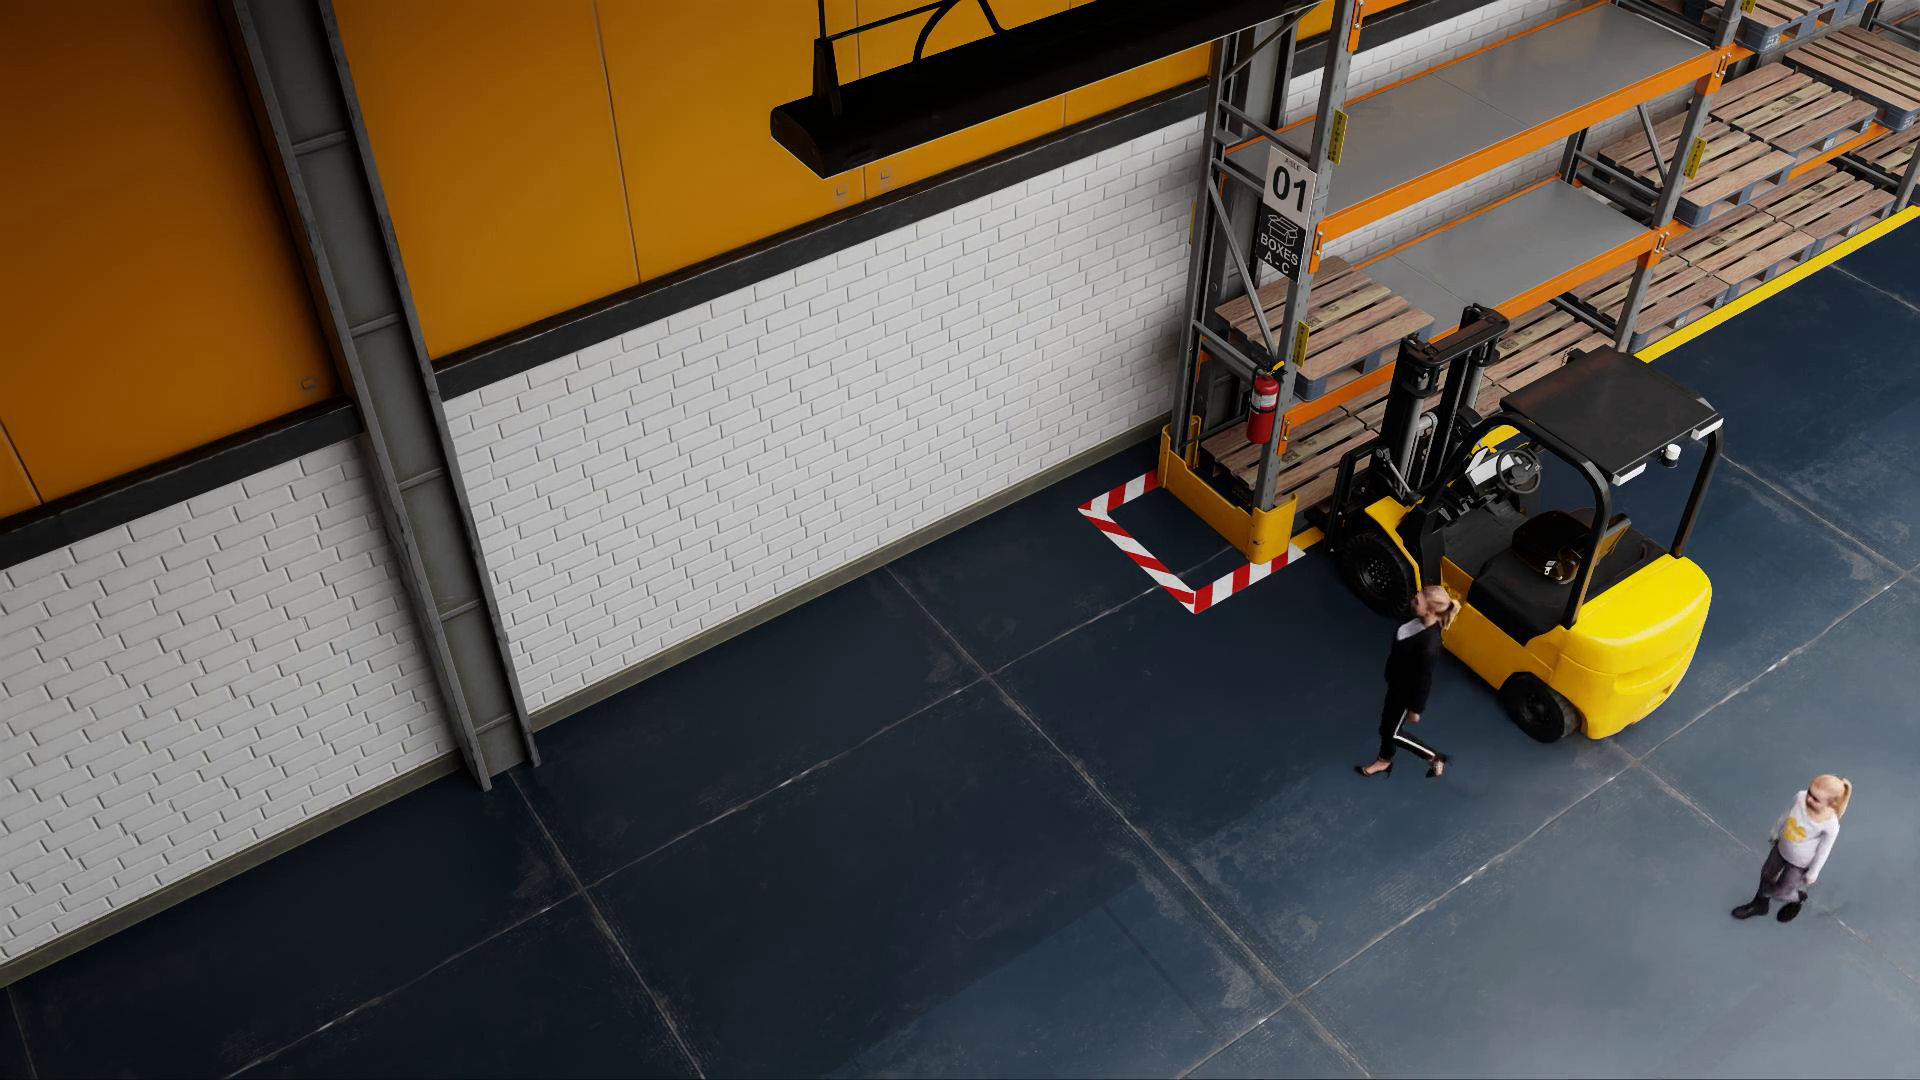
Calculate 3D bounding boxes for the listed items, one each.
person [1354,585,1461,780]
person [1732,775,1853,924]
[{"bbox_3d":[2.778,0.910,10.039,0.933,1.692,0.879,8,44,9],"label":"person"},{"bbox_3d":[4.802,1.764,9.449,0.686,1.269,0.601,-11,45,-11],"label":"person"}]
